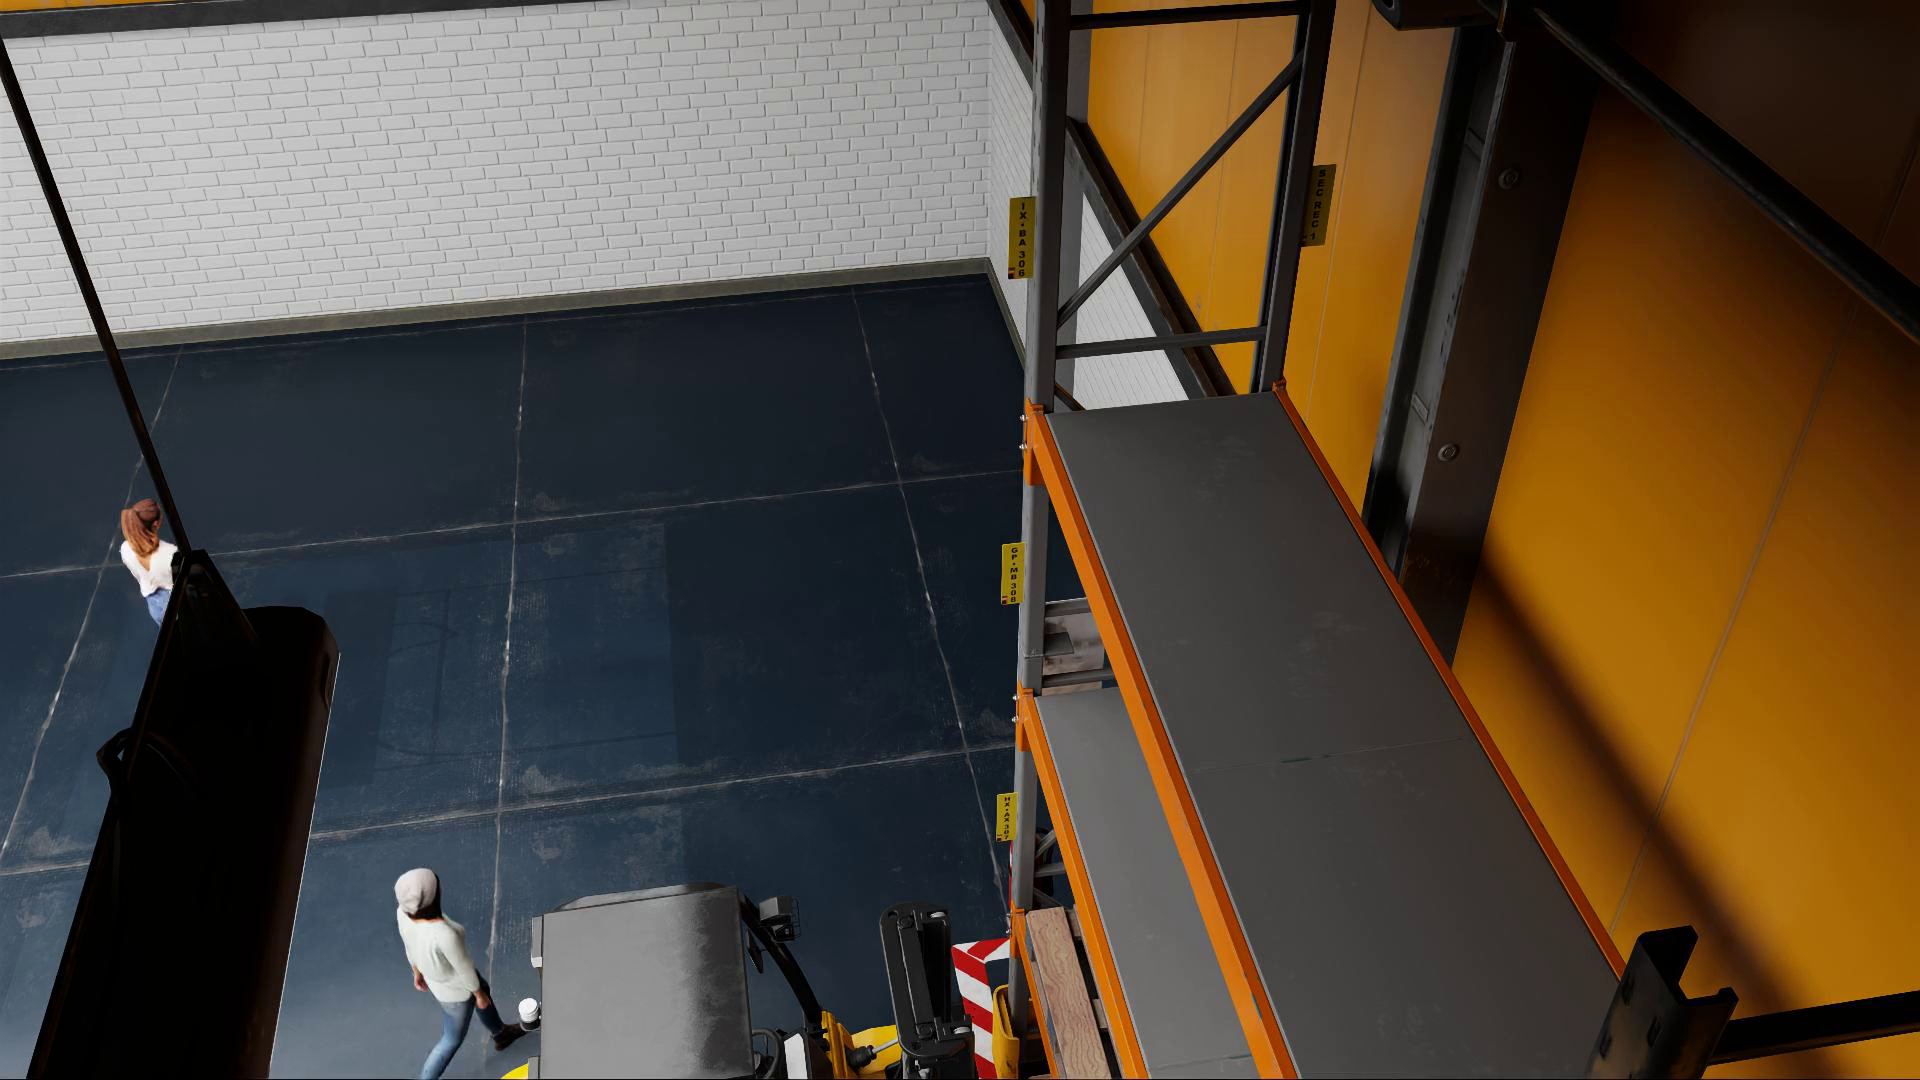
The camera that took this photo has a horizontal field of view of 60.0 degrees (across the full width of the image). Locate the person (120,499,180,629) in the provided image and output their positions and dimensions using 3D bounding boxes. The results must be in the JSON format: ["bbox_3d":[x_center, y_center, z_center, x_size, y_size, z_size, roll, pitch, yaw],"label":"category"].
[{"bbox_3d":[-5.072,0.481,10.667,0.810,1.709,1.007,6,39,8],"label":"person"}]

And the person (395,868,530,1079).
[{"bbox_3d":[-2.649,2.302,8.464,1.078,1.613,1.074,29,47,31],"label":"person"}]
